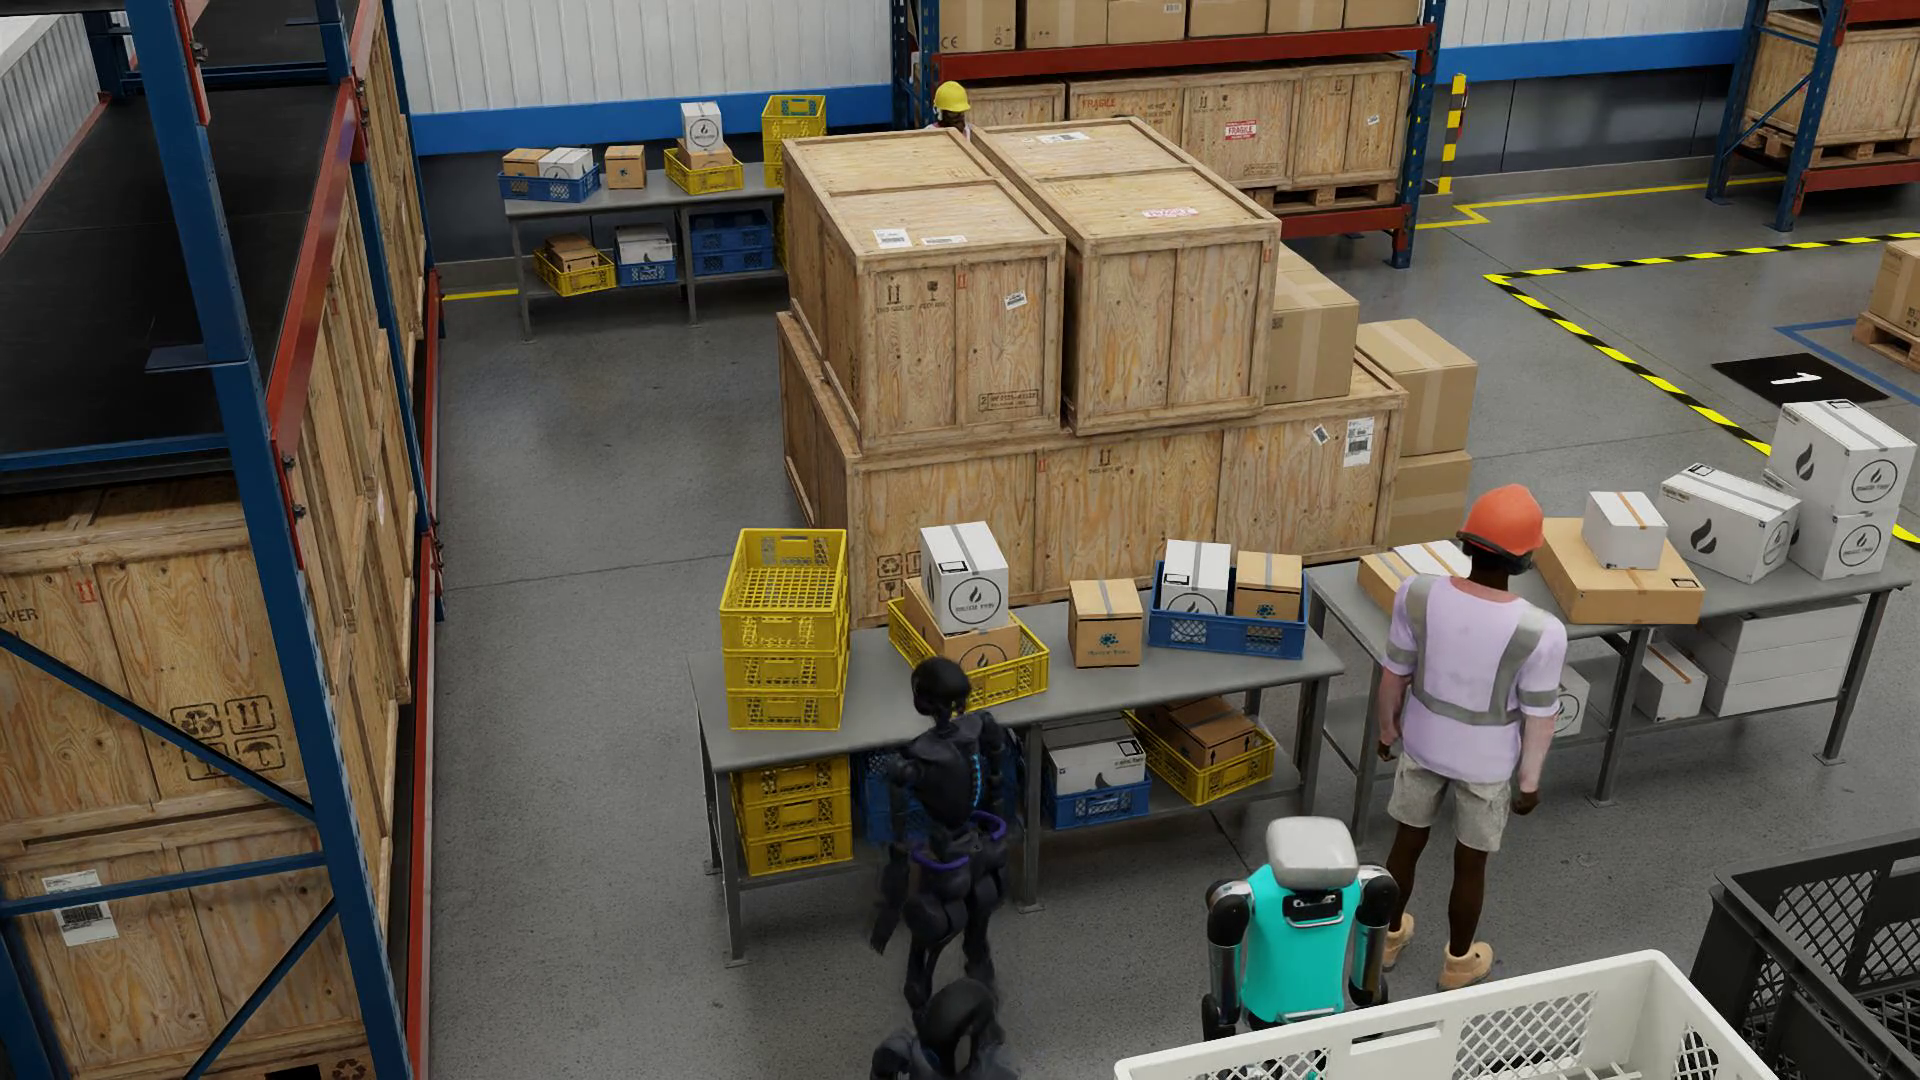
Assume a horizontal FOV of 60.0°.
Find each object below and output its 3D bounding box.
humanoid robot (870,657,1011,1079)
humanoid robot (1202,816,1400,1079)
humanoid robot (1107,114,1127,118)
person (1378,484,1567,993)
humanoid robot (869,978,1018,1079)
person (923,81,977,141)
[{"bbox_3d":[-0.017,1.135,5.591,0.389,1.638,0.598,23,36,35],"label":"humanoid robot"},{"bbox_3d":[0.971,1.609,4.574,0.532,1.697,0.740,-5,29,-9],"label":"humanoid robot"},{"bbox_3d":[1.019,-2.102,11.491,0.661,1.640,0.608,-8,30,-14],"label":"humanoid robot"},{"bbox_3d":[1.795,0.730,5.954,0.609,2.042,0.392,19,34,31],"label":"person"},{"bbox_3d":[-0.002,1.778,4.438,0.613,1.646,0.316,14,32,24],"label":"humanoid robot"},{"bbox_3d":[-0.068,-2.299,11.667,0.590,1.833,0.404,-22,36,-34],"label":"person"}]
